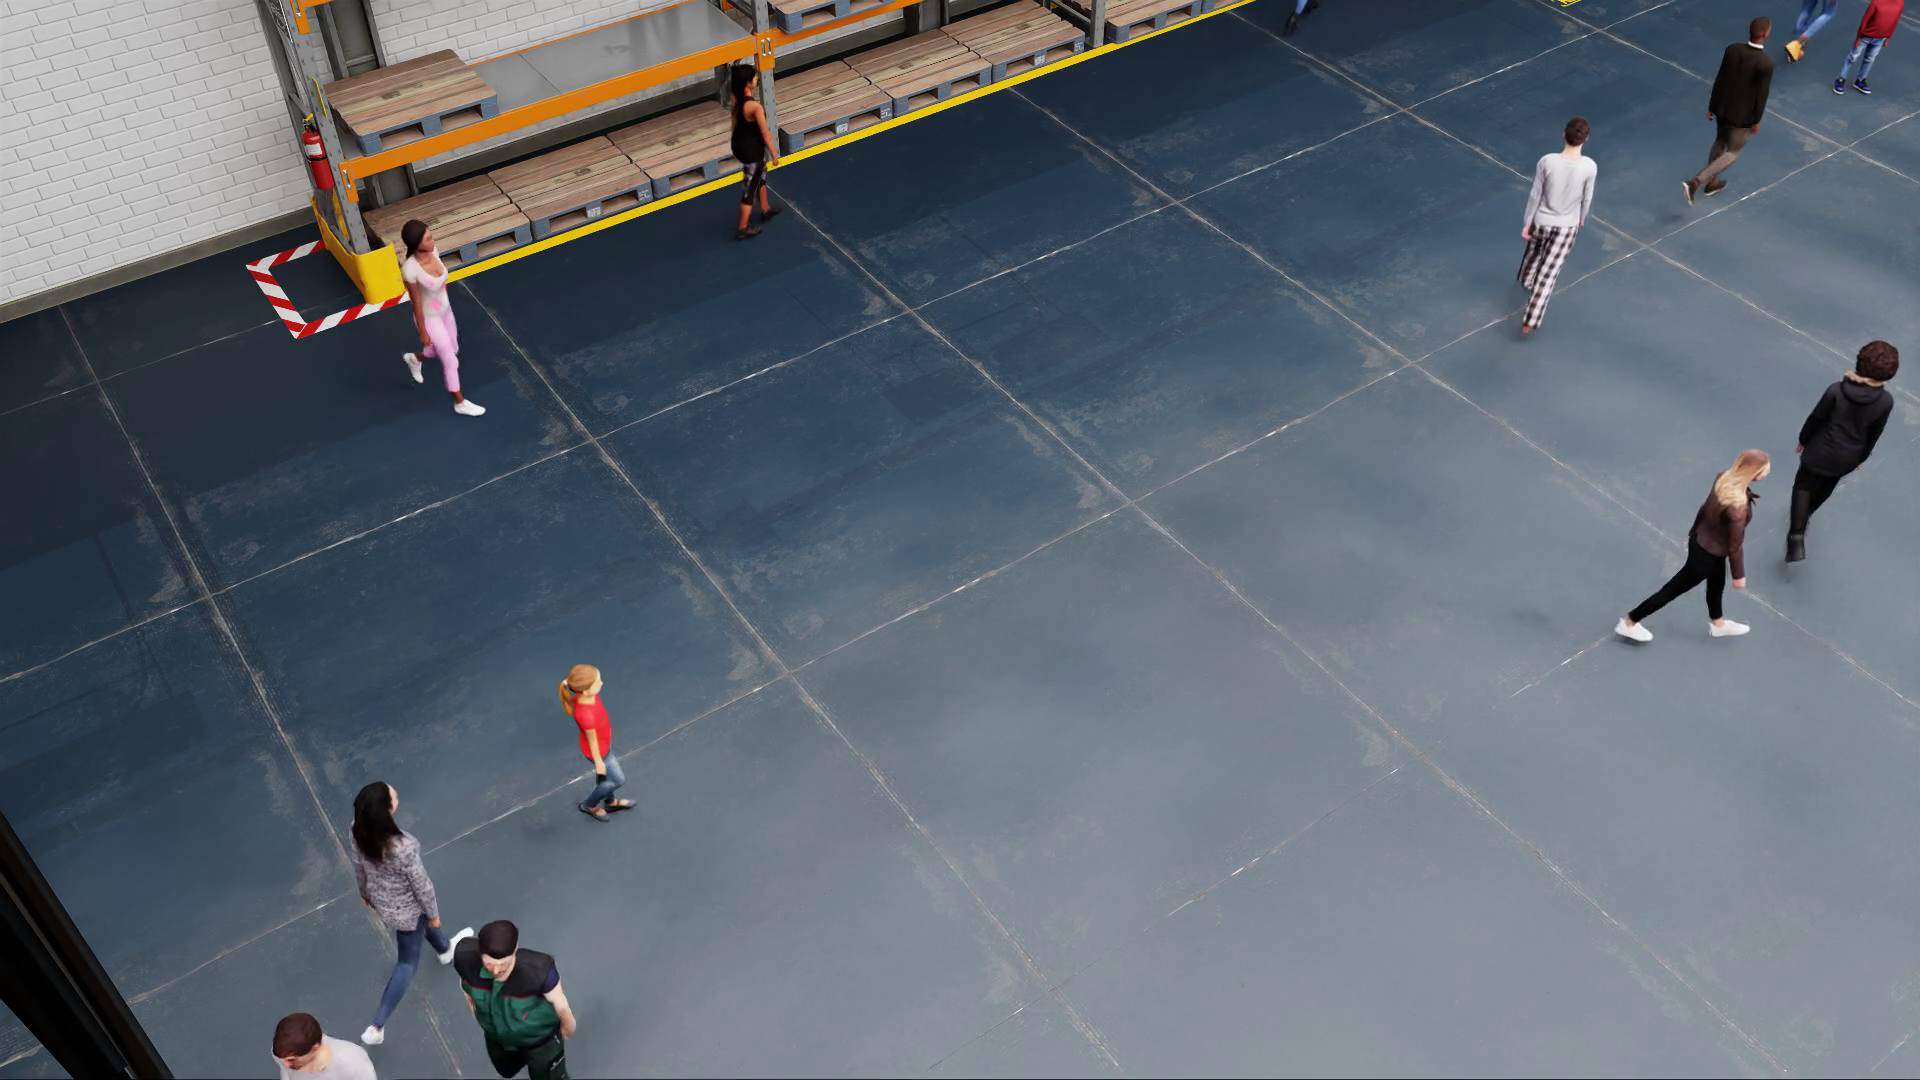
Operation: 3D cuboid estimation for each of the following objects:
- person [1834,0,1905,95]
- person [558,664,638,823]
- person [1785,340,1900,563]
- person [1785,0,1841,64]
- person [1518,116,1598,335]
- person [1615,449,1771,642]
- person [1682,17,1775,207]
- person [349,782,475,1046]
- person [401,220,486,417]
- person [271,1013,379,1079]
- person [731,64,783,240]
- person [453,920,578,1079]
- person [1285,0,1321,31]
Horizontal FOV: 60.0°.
[{"bbox_3d":[9.143,-5.076,16.663,0.573,1.250,0.650,1,44,1],"label":"person"},{"bbox_3d":[-2.236,1.240,9.994,0.658,1.305,0.602,-8,44,-8],"label":"person"},{"bbox_3d":[6.093,-0.587,11.585,1.033,1.755,1.183,13,45,13],"label":"person"},{"bbox_3d":[8.726,-5.614,16.902,0.724,1.700,0.604,-26,50,-25],"label":"person"},{"bbox_3d":[4.849,-2.521,13.586,1.030,1.796,1.261,17,46,17],"label":"person"},{"bbox_3d":[4.823,0.094,10.944,1.149,1.654,1.111,8,44,9],"label":"person"},{"bbox_3d":[6.920,-3.814,14.950,1.014,1.786,0.727,-22,48,-21],"label":"person"},{"bbox_3d":[-3.064,1.993,8.921,0.970,1.694,1.242,21,48,21],"label":"person"},{"bbox_3d":[-4.122,-1.719,12.800,1.025,1.719,1.019,15,46,15],"label":"person"},{"bbox_3d":[-2.933,2.724,8.055,0.831,1.831,0.881,8,44,8],"label":"person"},{"bbox_3d":[-1.915,-3.393,14.609,0.798,1.647,0.629,-29,51,-27],"label":"person"},{"bbox_3d":[-2.193,2.360,8.405,1.008,1.875,1.064,9,44,9],"label":"person"},{"bbox_3d":[3.706,-6.173,17.567,0.824,1.592,1.131,30,51,28],"label":"person"}]
